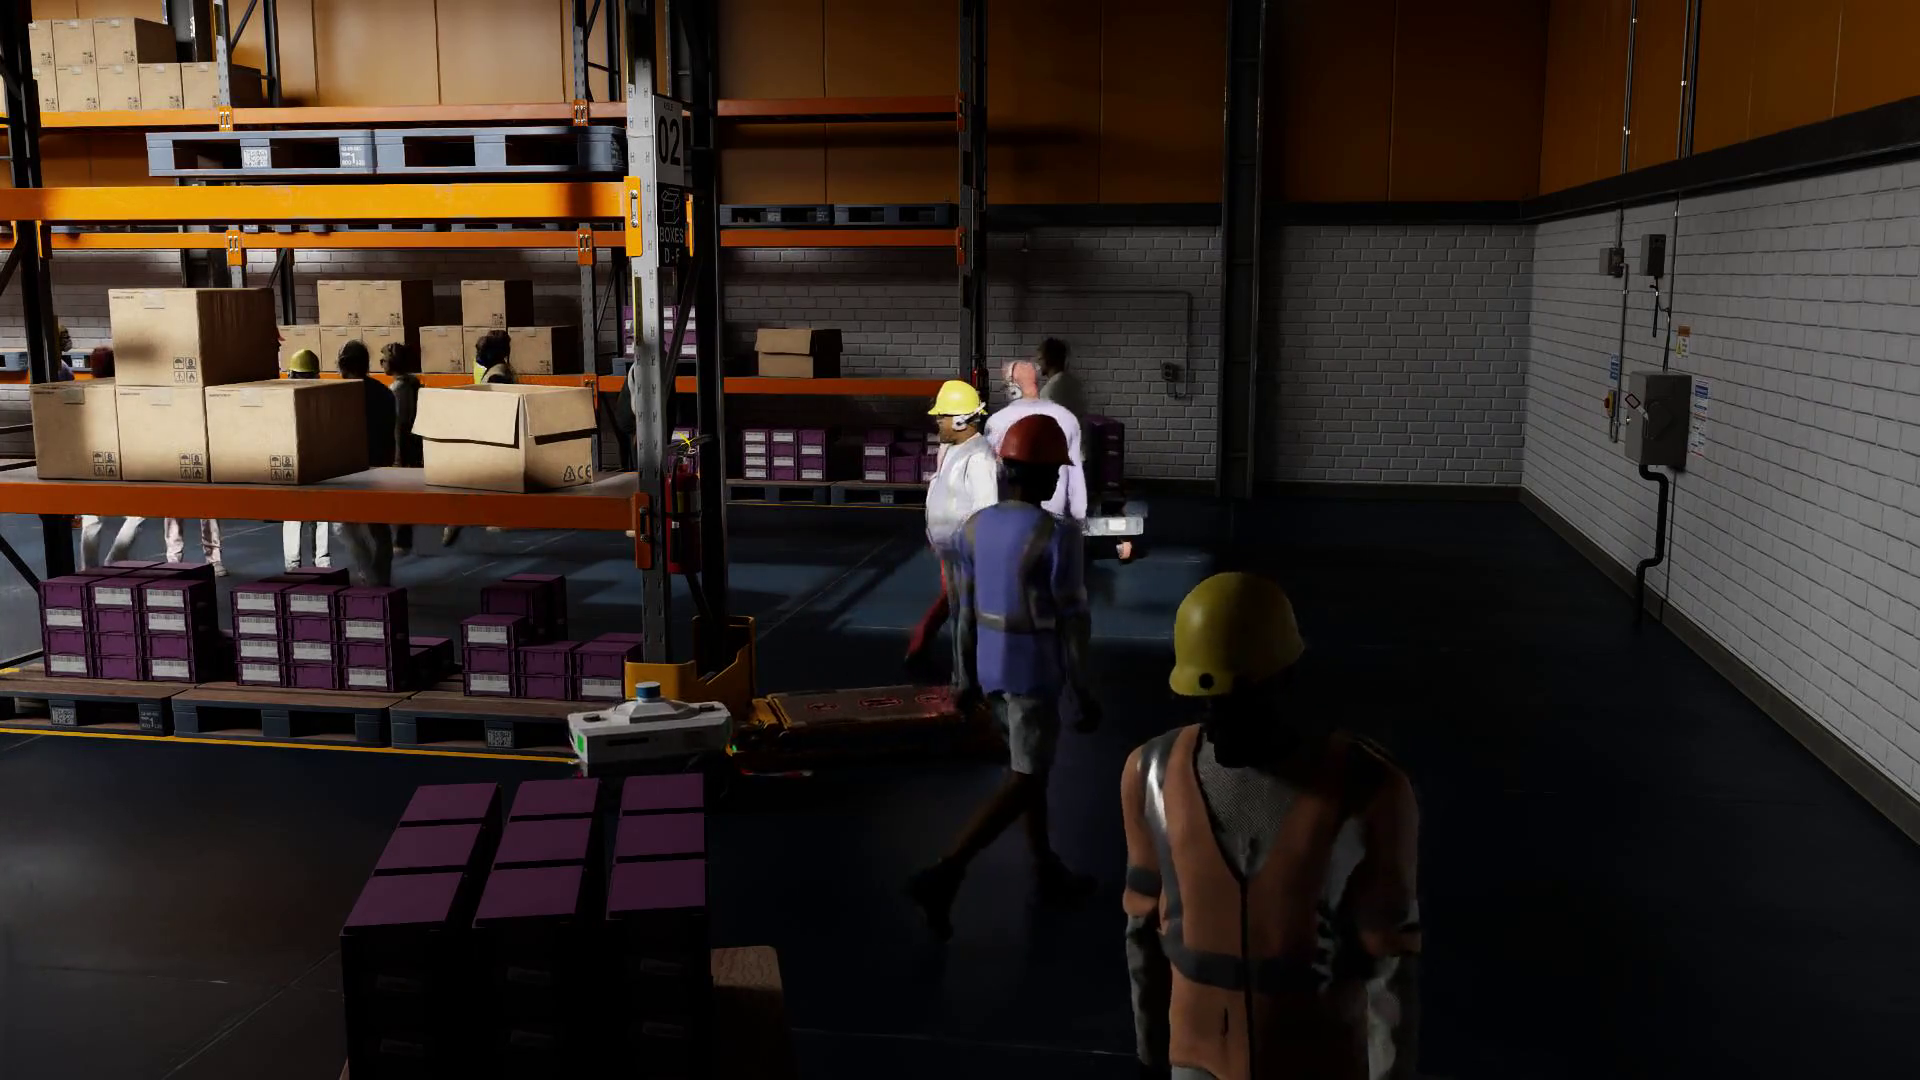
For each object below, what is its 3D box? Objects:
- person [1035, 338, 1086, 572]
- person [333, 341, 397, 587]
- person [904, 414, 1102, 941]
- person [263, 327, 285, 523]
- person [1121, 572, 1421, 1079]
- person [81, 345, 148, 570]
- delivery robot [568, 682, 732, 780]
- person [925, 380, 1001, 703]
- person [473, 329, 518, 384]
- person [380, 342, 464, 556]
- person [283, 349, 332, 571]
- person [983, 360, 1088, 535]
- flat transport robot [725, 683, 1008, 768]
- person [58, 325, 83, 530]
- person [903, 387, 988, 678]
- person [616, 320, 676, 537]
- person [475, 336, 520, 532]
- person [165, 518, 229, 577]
[{"bbox_3d":[0.745,-0.554,12.516,0.481,1.909,0.727,3,10,17],"label":"person"},{"bbox_3d":[-4.237,-0.452,11.914,0.521,1.911,0.644,5,10,26],"label":"person"},{"bbox_3d":[0.167,0.495,6.054,0.879,1.906,0.550,-8,12,-39],"label":"person"},{"bbox_3d":[-6.639,-1.132,16.025,0.356,1.936,0.551,-5,10,-29],"label":"person"},{"bbox_3d":[0.563,0.982,3.163,0.600,1.864,1.023,4,10,22],"label":"person"},{"bbox_3d":[-6.315,-0.495,12.268,0.669,1.874,0.419,2,9,10],"label":"person"},{"bbox_3d":[-1.400,0.884,7.504,0.707,0.478,0.477,-3,10,-19],"label":"delivery robot"},{"bbox_3d":[0.013,0.047,9.046,0.403,1.828,0.595,-2,9,-15],"label":"person"},{"bbox_3d":[-4.609,-1.181,16.643,0.430,1.839,0.619,-7,11,-36],"label":"person"},{"bbox_3d":[-4.602,-0.756,14.068,0.628,1.827,0.505,1,9,3],"label":"person"},{"bbox_3d":[-4.984,-0.548,12.735,0.403,1.827,0.599,5,11,31],"label":"person"},{"bbox_3d":[0.487,-0.171,10.276,0.744,1.877,0.732,-3,10,-21],"label":"person"},{"bbox_3d":[-0.483,0.922,8.435,1.431,0.197,0.652,-2,9,-15],"label":"flat transport robot"},{"bbox_3d":[-8.419,-1.056,15.550,0.370,1.940,0.627,-7,12,-37],"label":"person"},{"bbox_3d":[-0.018,-0.042,9.873,0.597,1.752,0.546,0,9,1],"label":"person"},{"bbox_3d":[-2.868,-1.053,15.218,0.535,2.000,0.686,1,9,8],"label":"person"},{"bbox_3d":[-4.283,-0.972,15.383,0.447,1.822,0.648,-3,10,-17],"label":"person"},{"bbox_3d":[-6.026,-0.681,13.049,0.612,1.995,0.393,-6,11,-33],"label":"person"}]
